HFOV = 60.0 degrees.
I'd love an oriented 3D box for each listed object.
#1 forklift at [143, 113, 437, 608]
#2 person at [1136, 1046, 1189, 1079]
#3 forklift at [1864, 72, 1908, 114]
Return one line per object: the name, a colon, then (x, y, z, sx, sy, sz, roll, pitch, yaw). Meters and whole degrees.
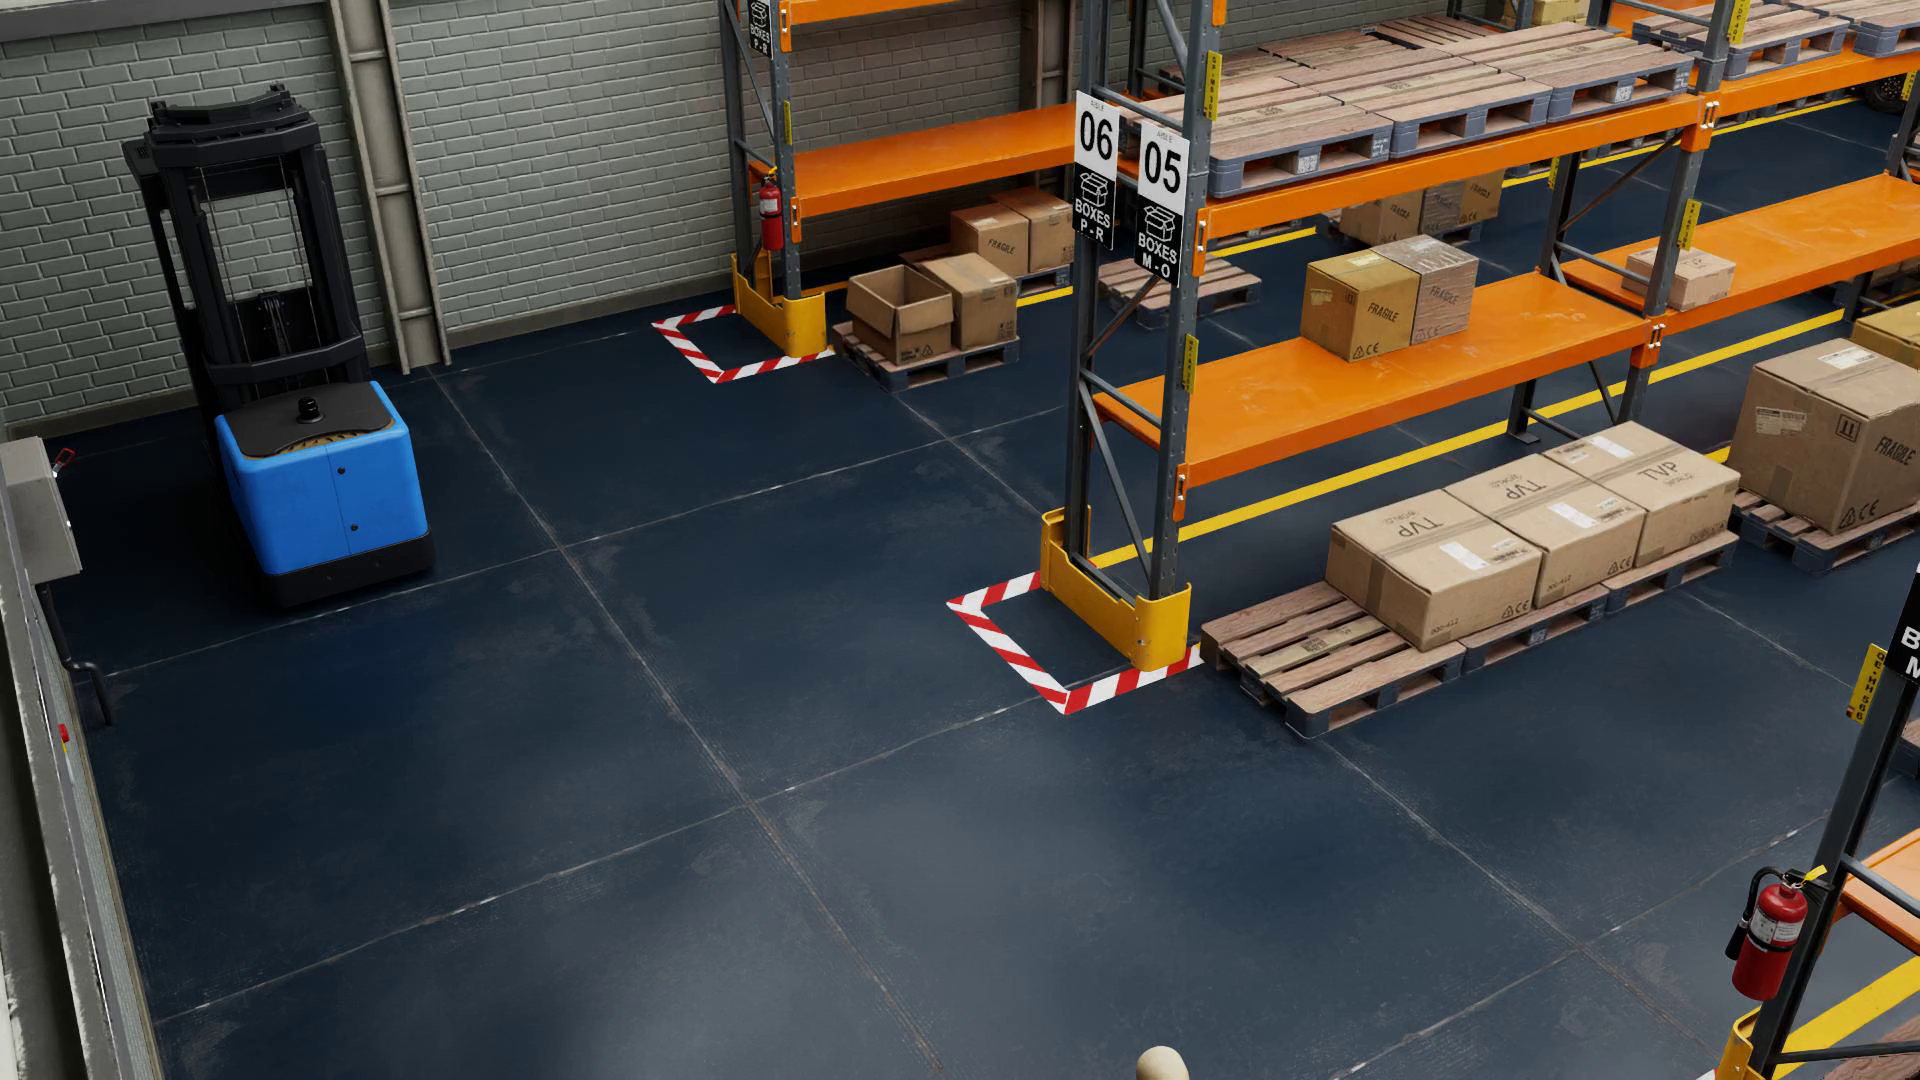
forklift: (-4.289, -1.259, 10.509, 1.129, 2.768, 1.873, -17, 36, -26)
person: (0.619, 2.363, 5.666, 0.595, 1.800, 0.394, -16, 35, -23)
forklift: (11.468, -5.645, 18.244, 1.214, 2.155, 2.313, -17, 36, -26)
